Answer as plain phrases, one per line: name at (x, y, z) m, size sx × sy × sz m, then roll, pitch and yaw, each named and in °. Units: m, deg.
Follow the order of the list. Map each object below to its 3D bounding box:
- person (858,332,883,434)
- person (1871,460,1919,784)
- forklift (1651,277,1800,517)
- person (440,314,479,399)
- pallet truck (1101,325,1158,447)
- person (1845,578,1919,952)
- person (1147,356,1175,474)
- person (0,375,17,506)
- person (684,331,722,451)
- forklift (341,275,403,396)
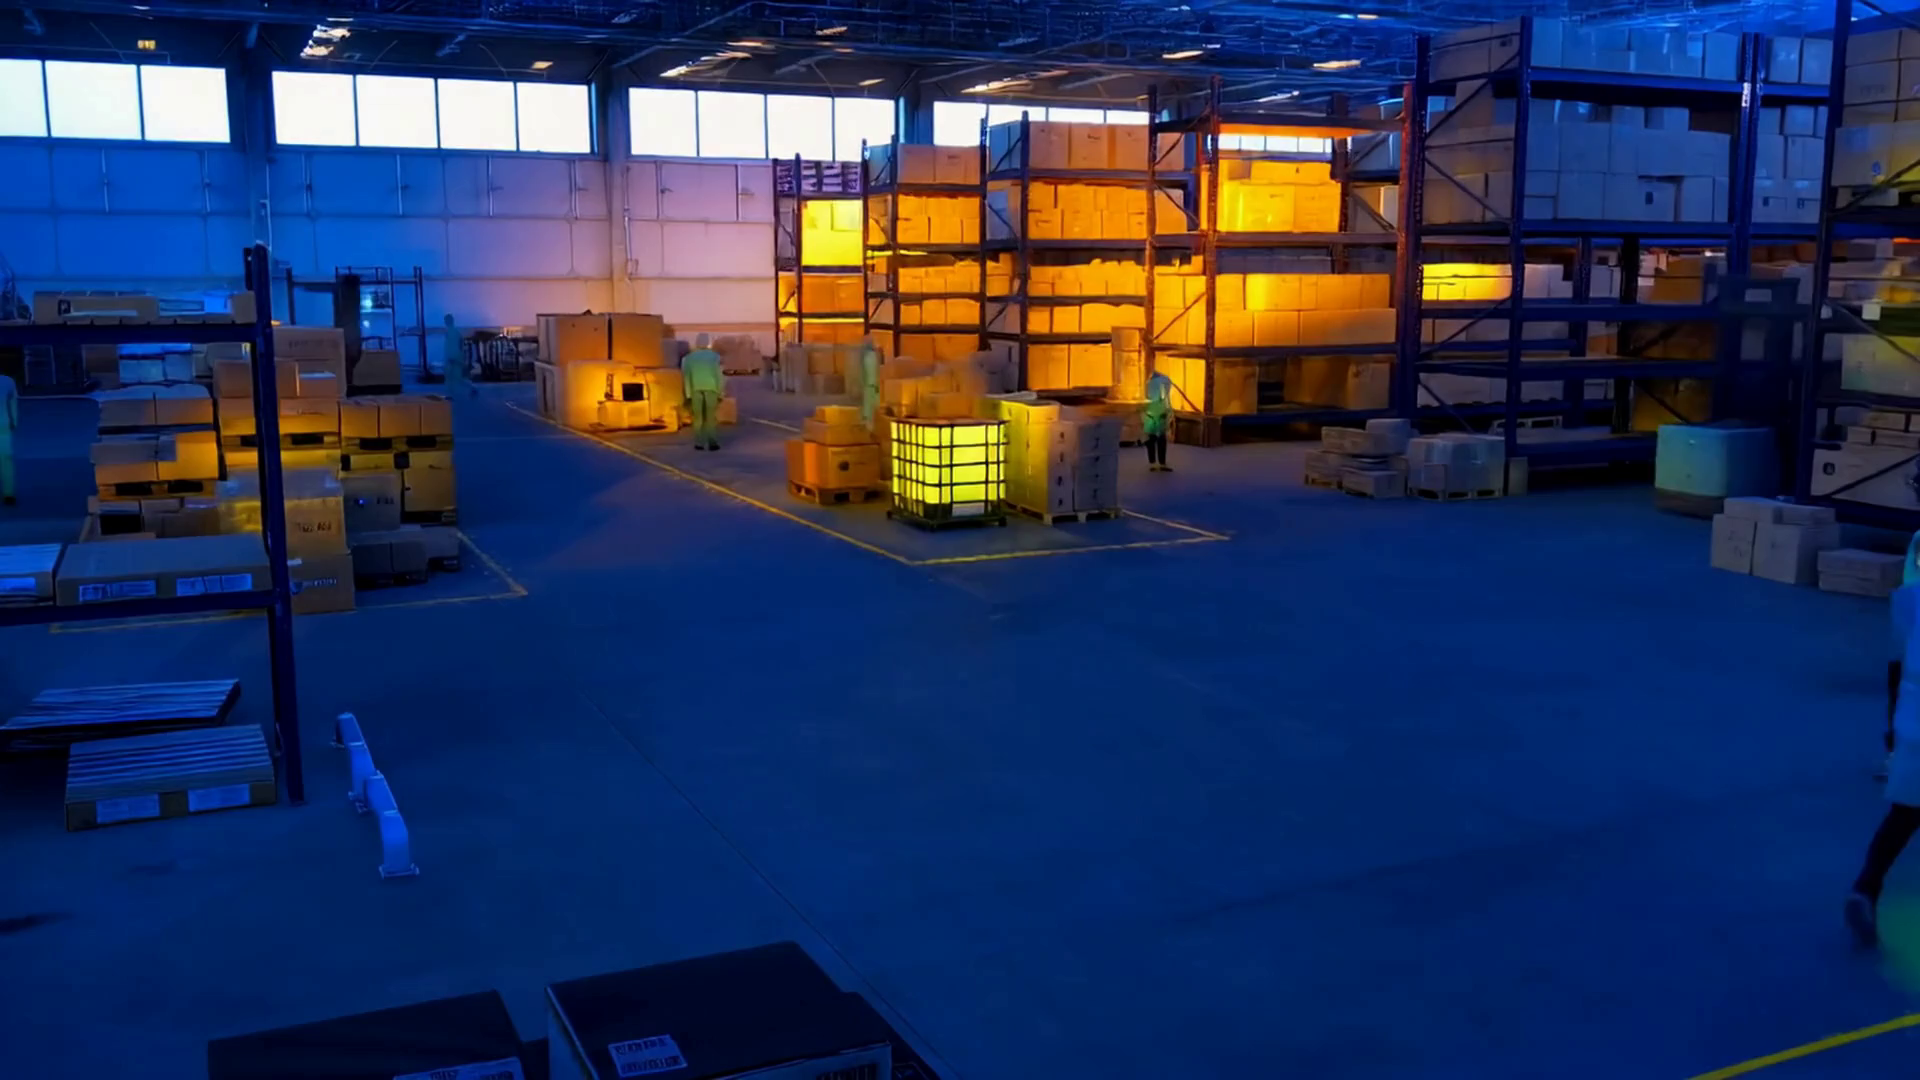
person at (-1.579, -2.790, 29.654) m, size 0.453 × 1.824 × 0.648 m, roll -2°, pitch 9°, yaw -13°
person at (5.405, 0.462, 9.331) m, size 0.328 × 1.877 × 0.514 m, roll 9°, pitch 13°, yaw 43°
forklift at (9.339, -1.716, 19.736) m, size 1.873 × 2.768 × 1.129 m, roll -4°, pitch 10°, yaw -25°
person at (-11.417, -4.158, 37.761) m, size 0.898 × 1.964 × 0.613 m, roll 0°, pitch 9°, yaw -1°
pallet truck at (2.881, -2.596, 27.923) m, size 0.823 × 1.965 × 1.885 m, roll -1°, pitch 9°, yaw -7°
person at (4.114, 0.809, 6.994) m, size 0.838 × 1.945 × 0.620 m, roll -5°, pitch 11°, yaw -31°
person at (2.886, -1.798, 23.907) m, size 0.318 × 1.696 × 0.532 m, roll -5°, pitch 10°, yaw -27°
person at (-12.106, -1.386, 20.750) m, size 1.019 × 1.886 × 0.642 m, roll 9°, pitch 13°, yaw 44°
person at (-4.143, -2.410, 26.955) m, size 0.631 × 1.940 × 0.372 m, roll 2°, pitch 9°, yaw 14°
forklift at (-13.868, -4.672, 38.074) m, size 1.873 × 2.768 × 1.129 m, roll -4°, pitch 10°, yaw -25°
